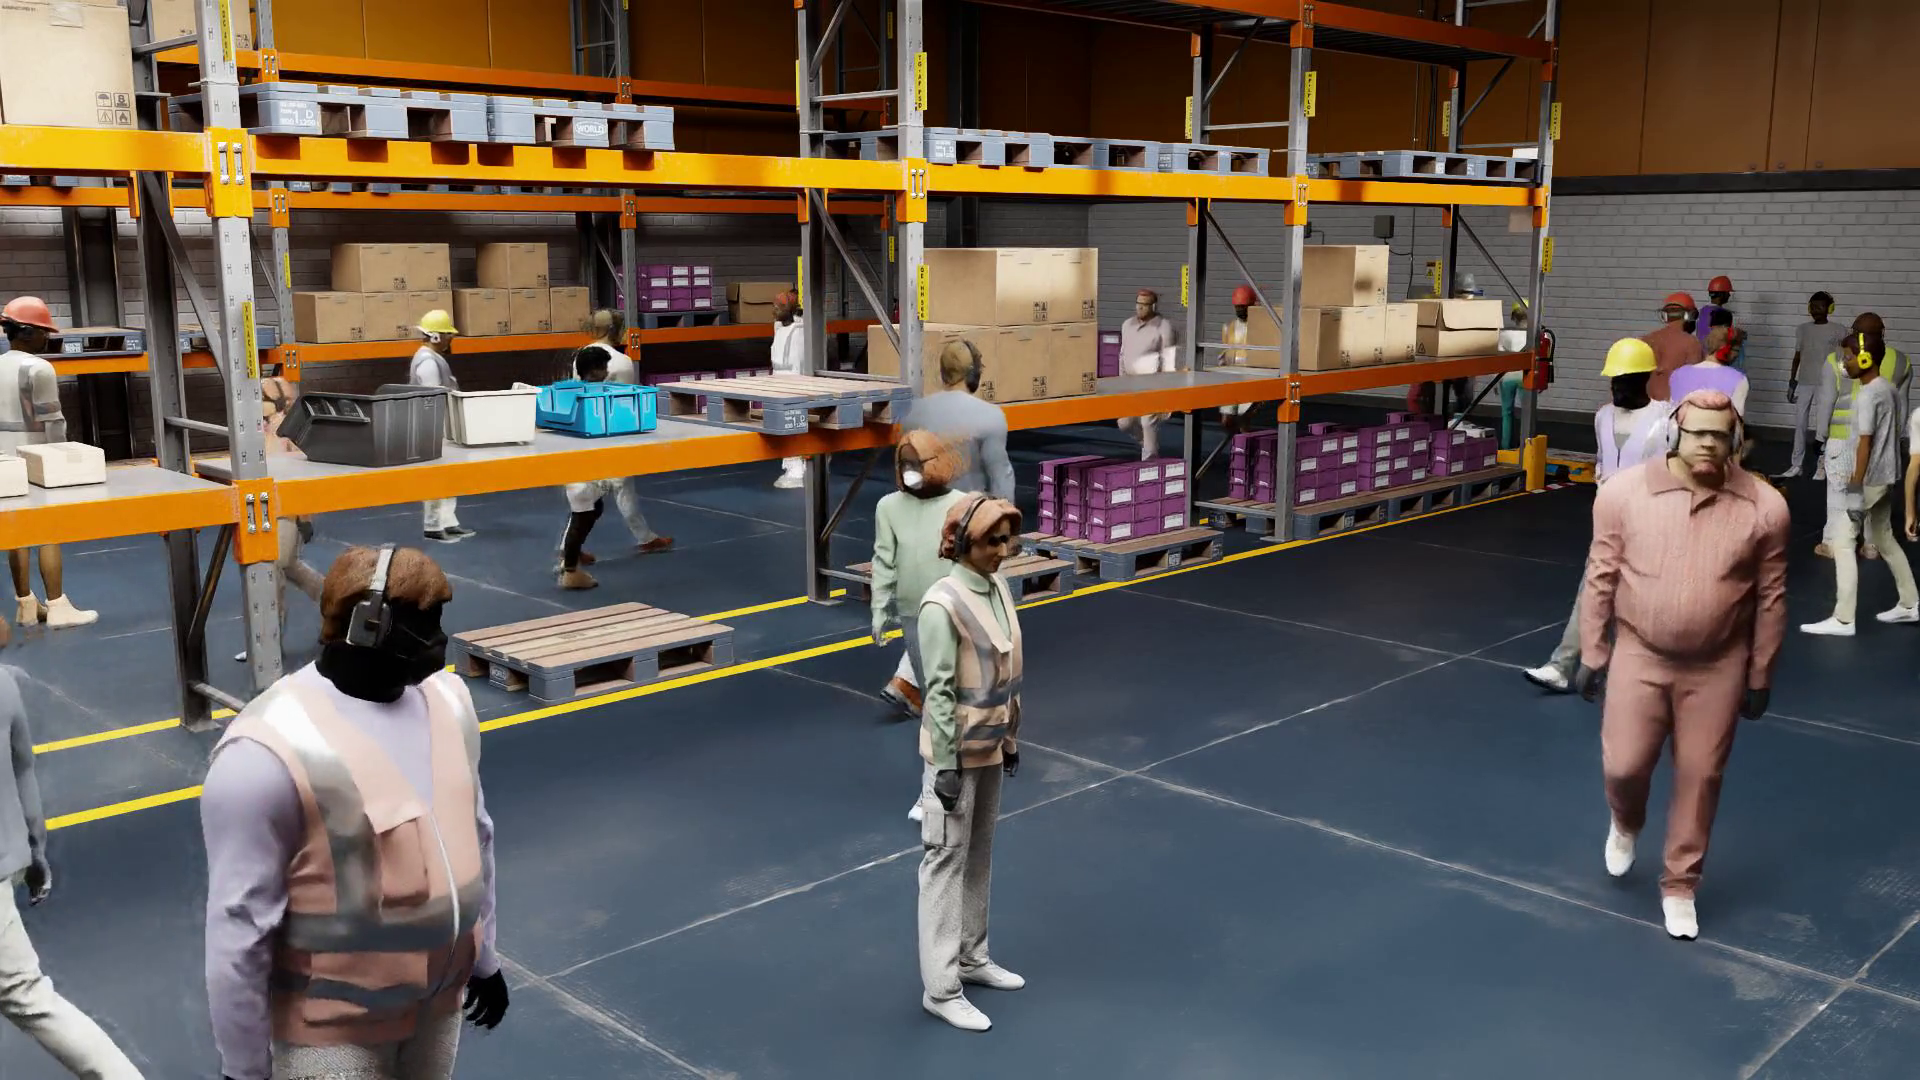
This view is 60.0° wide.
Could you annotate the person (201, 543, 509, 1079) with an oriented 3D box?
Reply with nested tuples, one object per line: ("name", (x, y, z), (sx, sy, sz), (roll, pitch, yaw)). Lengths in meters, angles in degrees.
("person", (-1.166, 0.913, 3.323), (0.434, 1.814, 0.682), (5, 11, 24))

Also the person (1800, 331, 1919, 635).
("person", (5.551, -0.335, 10.077), (0.530, 1.831, 0.750), (10, 14, 44))

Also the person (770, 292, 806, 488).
("person", (-1.650, -1.414, 15.810), (0.420, 1.870, 0.604), (-6, 12, -28))

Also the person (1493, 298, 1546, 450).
("person", (5.958, -1.701, 17.749), (0.533, 1.746, 0.609), (4, 11, 20))

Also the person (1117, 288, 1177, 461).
("person", (1.841, -1.532, 16.407), (0.666, 1.887, 0.475), (10, 14, 43))

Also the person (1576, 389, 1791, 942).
("person", (2.509, 0.409, 5.809), (0.666, 1.892, 0.535), (3, 11, 18))

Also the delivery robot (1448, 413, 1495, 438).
("delivery robot", (5.181, -1.079, 17.327), (0.707, 0.478, 0.477), (9, 14, 42))

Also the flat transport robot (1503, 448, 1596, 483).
("flat transport robot", (5.969, -0.768, 16.661), (0.652, 0.197, 1.431), (-7, 12, -32))

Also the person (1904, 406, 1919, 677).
("person", (5.395, -0.140, 8.975), (0.546, 1.829, 0.399), (8, 13, 38))

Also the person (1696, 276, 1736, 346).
("person", (8.733, -2.079, 19.263), (0.358, 1.938, 0.545), (-1, 10, -8))

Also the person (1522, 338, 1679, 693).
("person", (3.437, -0.093, 8.609), (0.988, 1.875, 0.610), (-5, 12, -28))

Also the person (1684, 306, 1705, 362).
("person", (6.294, -1.191, 14.761), (0.539, 1.816, 0.638), (-3, 11, -15))

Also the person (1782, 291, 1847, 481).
("person", (8.439, -1.521, 16.438), (0.316, 1.860, 0.508), (-8, 13, -39))

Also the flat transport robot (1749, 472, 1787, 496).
("flat transport robot", (6.849, -0.559, 15.520), (0.652, 0.197, 1.431), (-9, 14, -40))

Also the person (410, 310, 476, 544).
("person", (-4.082, -0.884, 13.039), (0.419, 1.822, 0.610), (-2, 11, -11))

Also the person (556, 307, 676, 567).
("person", (-2.574, -0.758, 12.218), (1.038, 1.888, 0.652), (-9, 14, -41))

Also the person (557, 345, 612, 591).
("person", (-2.538, -0.475, 11.232), (0.422, 1.663, 0.558), (-6, 12, -28))

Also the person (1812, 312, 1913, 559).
("person", (6.694, -0.772, 12.401), (0.636, 1.840, 0.429), (2, 11, 9))

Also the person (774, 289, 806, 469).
("person", (-1.677, -1.651, 17.130), (0.518, 1.865, 0.323), (5, 12, 26))

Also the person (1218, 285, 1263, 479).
("person", (2.847, -1.579, 16.557), (0.579, 1.925, 0.611), (10, 14, 43))

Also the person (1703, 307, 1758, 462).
("person", (8.024, -1.601, 17.430), (0.806, 1.661, 0.533), (-1, 10, -3))

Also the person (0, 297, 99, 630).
("person", (-5.654, -0.464, 10.194), (0.605, 2.033, 0.392), (5, 11, 24))

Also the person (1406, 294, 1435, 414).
("person", (5.274, -1.906, 18.846), (0.592, 1.752, 0.468), (-9, 14, -40))

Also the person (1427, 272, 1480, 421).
("person", (5.548, -2.006, 18.584), (0.735, 2.000, 0.667), (-7, 12, -33))

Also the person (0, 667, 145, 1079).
("person", (-2.472, 0.859, 4.202), (0.889, 1.587, 0.510), (-1, 10, -5))

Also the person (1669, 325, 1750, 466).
("person", (4.915, -0.522, 11.084), (0.464, 1.820, 0.598), (-8, 13, -36))

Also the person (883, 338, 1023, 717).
("person", (-0.063, -0.071, 8.448), (0.982, 1.906, 0.618), (-10, 14, -43))

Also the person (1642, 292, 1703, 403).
("person", (5.877, -1.106, 13.983), (0.927, 1.950, 0.658), (-4, 11, -22))

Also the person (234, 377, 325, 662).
("person", (-3.860, -0.149, 9.601), (0.519, 1.609, 0.764), (10, 14, 43))

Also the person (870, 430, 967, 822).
("person", (-0.166, 0.352, 6.911), (0.502, 1.596, 0.784), (5, 12, 26))

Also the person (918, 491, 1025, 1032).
("person", (0.033, 0.662, 5.131), (0.311, 1.639, 0.514), (4, 11, 23))
